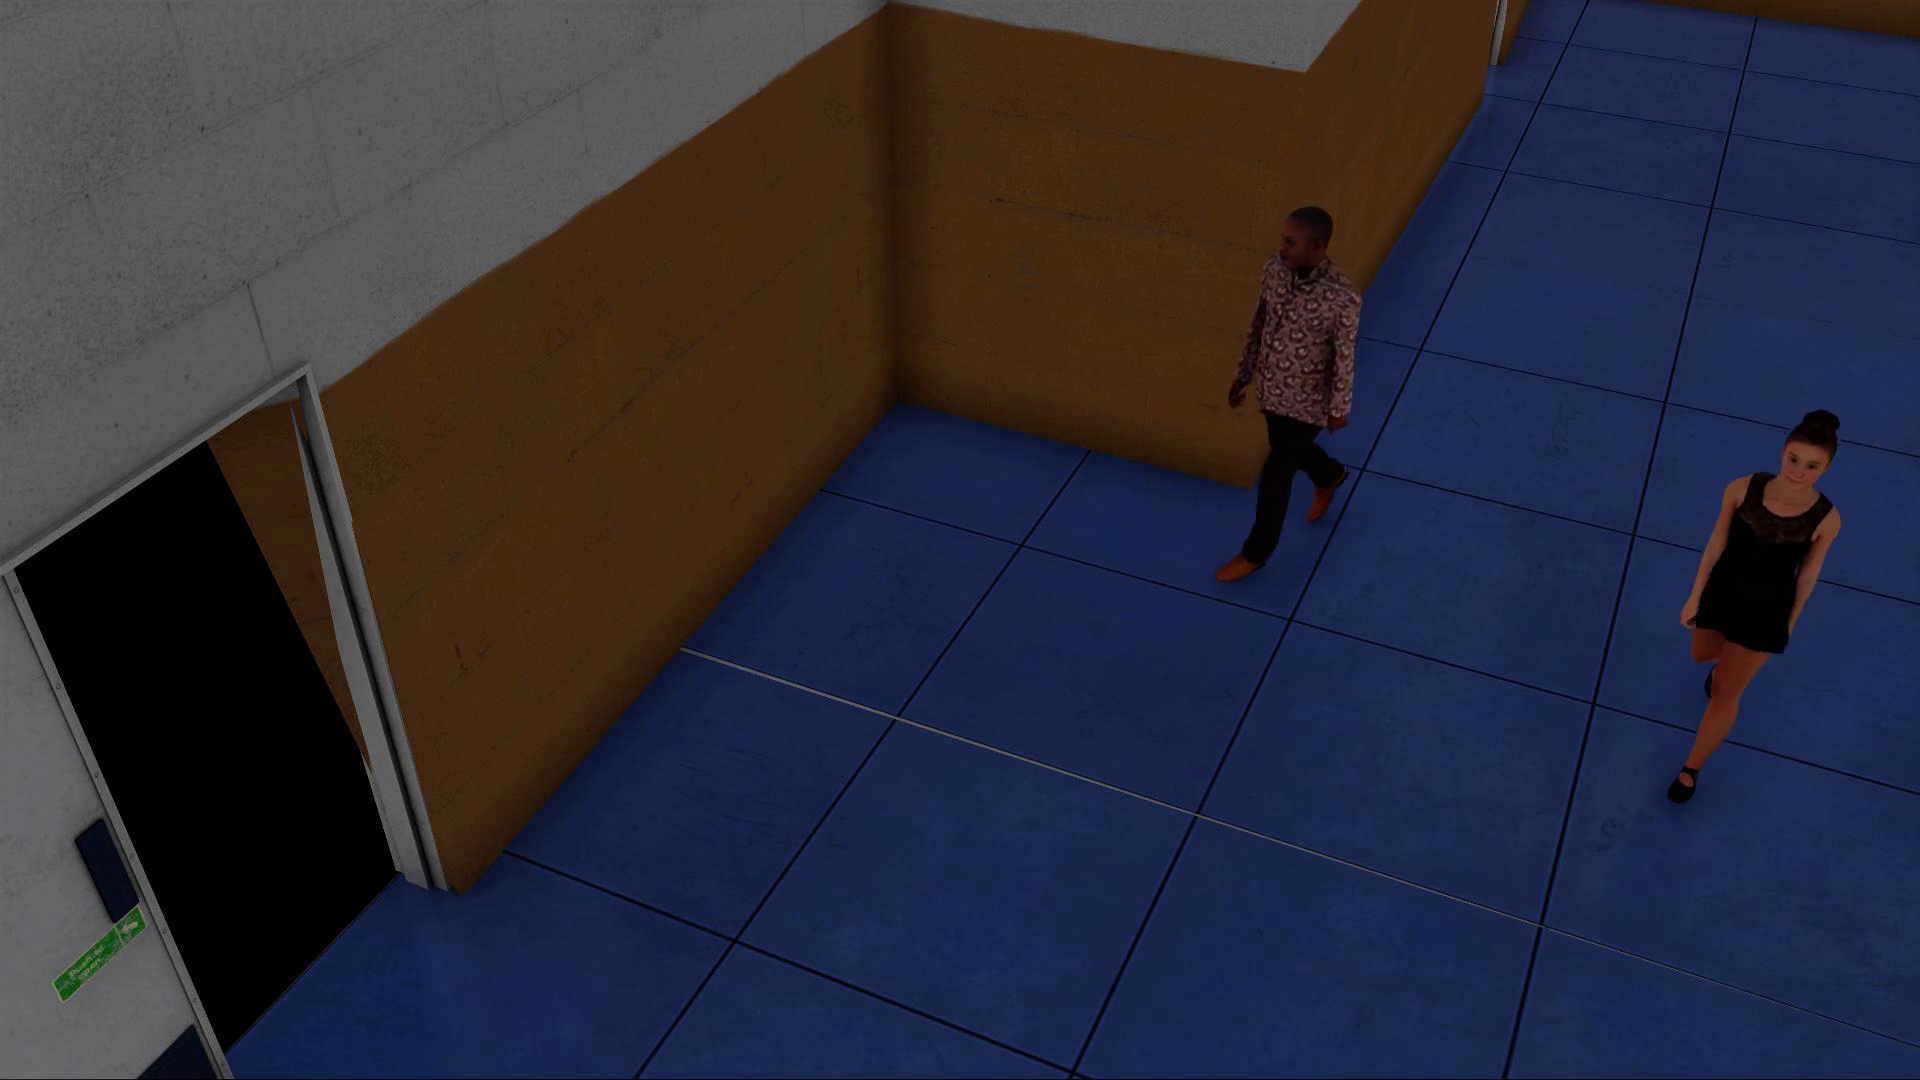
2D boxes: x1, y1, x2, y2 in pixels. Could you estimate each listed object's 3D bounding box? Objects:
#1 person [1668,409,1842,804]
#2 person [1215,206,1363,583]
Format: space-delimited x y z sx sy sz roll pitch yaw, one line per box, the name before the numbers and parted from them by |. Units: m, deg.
person | 3.047 0.202 6.414 1.033 1.649 0.822 28 45 32
person | 1.572 -0.703 7.505 1.123 1.787 1.225 -23 42 -27
